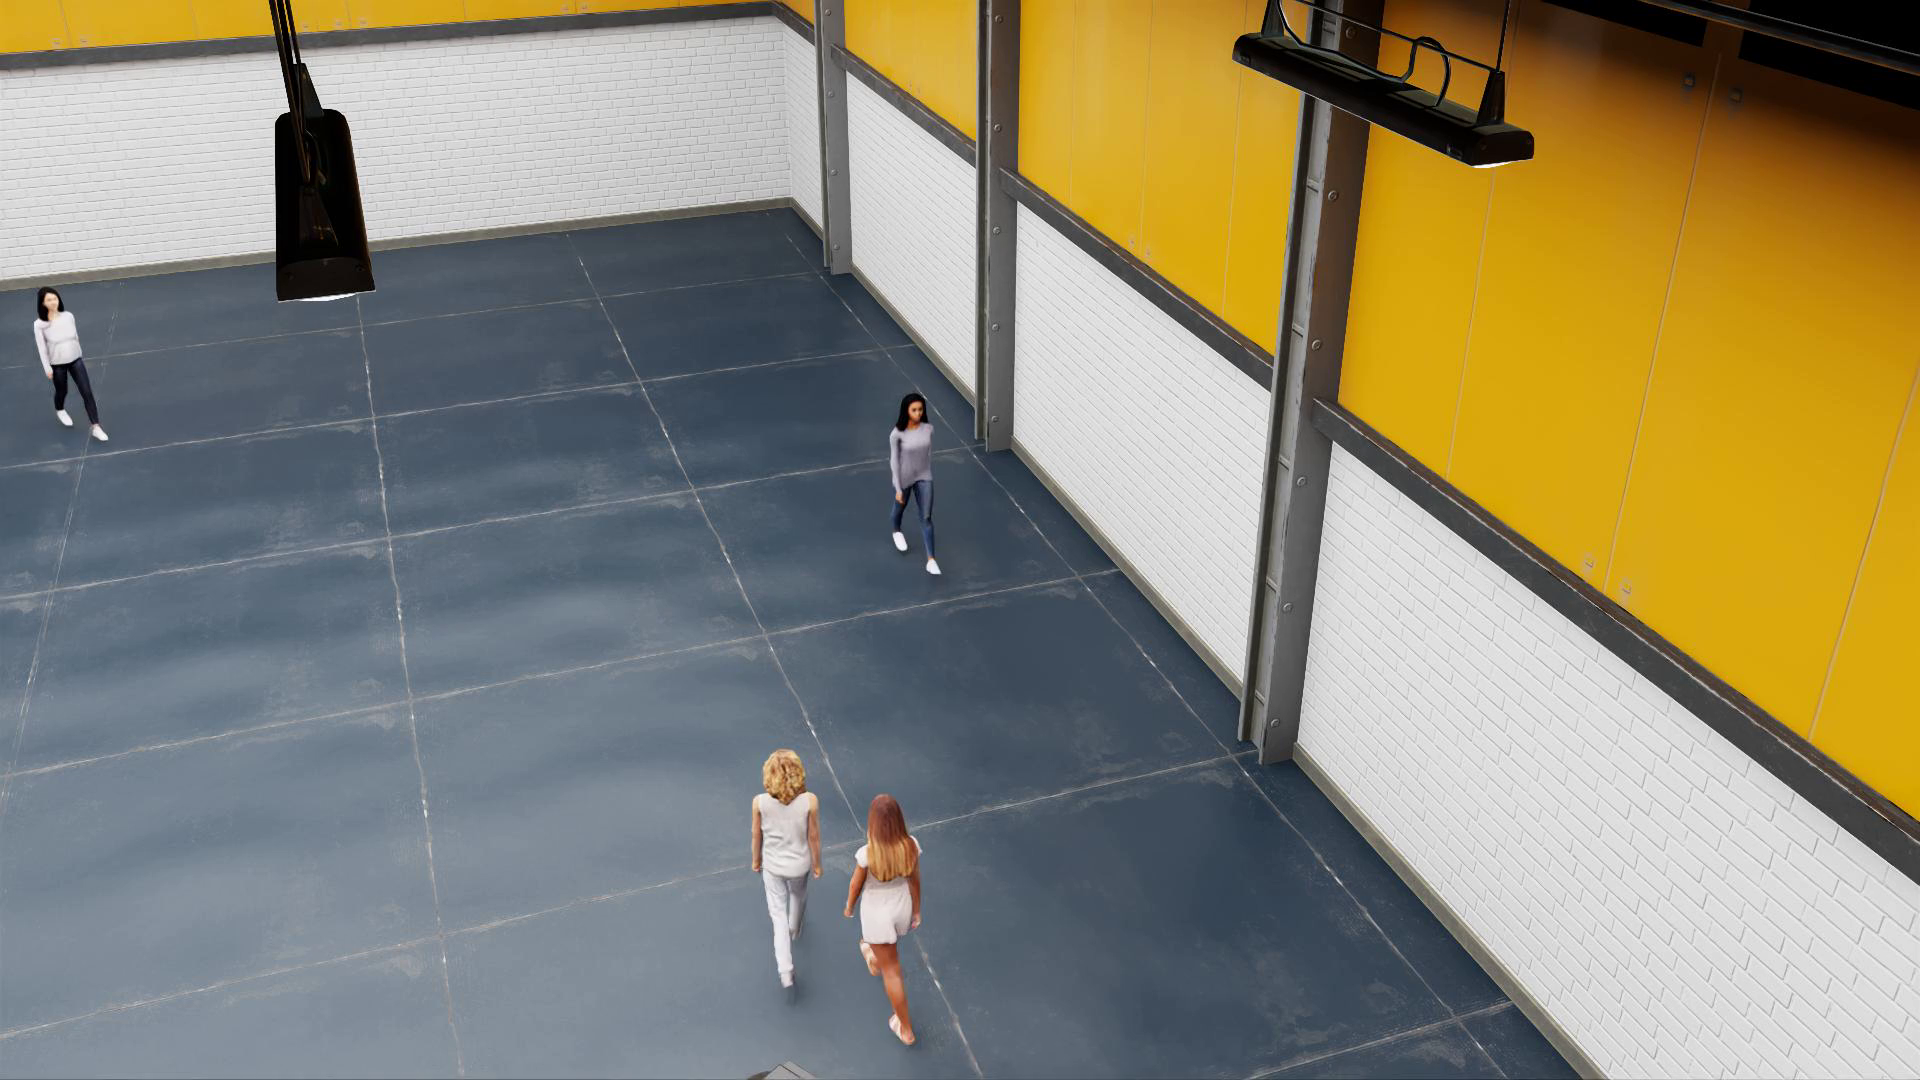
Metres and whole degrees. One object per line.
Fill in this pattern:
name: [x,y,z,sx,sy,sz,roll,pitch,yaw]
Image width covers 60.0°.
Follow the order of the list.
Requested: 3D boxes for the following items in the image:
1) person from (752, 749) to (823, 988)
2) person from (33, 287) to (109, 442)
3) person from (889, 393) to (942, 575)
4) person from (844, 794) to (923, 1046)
person: [-1.117,2.096,10.596,0.780,1.639,1.107,-3,29,-5]
person: [-9.691,-1.911,17.917,1.215,1.662,1.002,21,35,34]
person: [-0.491,-0.571,15.437,0.645,1.683,1.171,-11,31,-20]
person: [-0.412,2.343,10.129,0.687,1.651,1.119,-14,32,-25]
